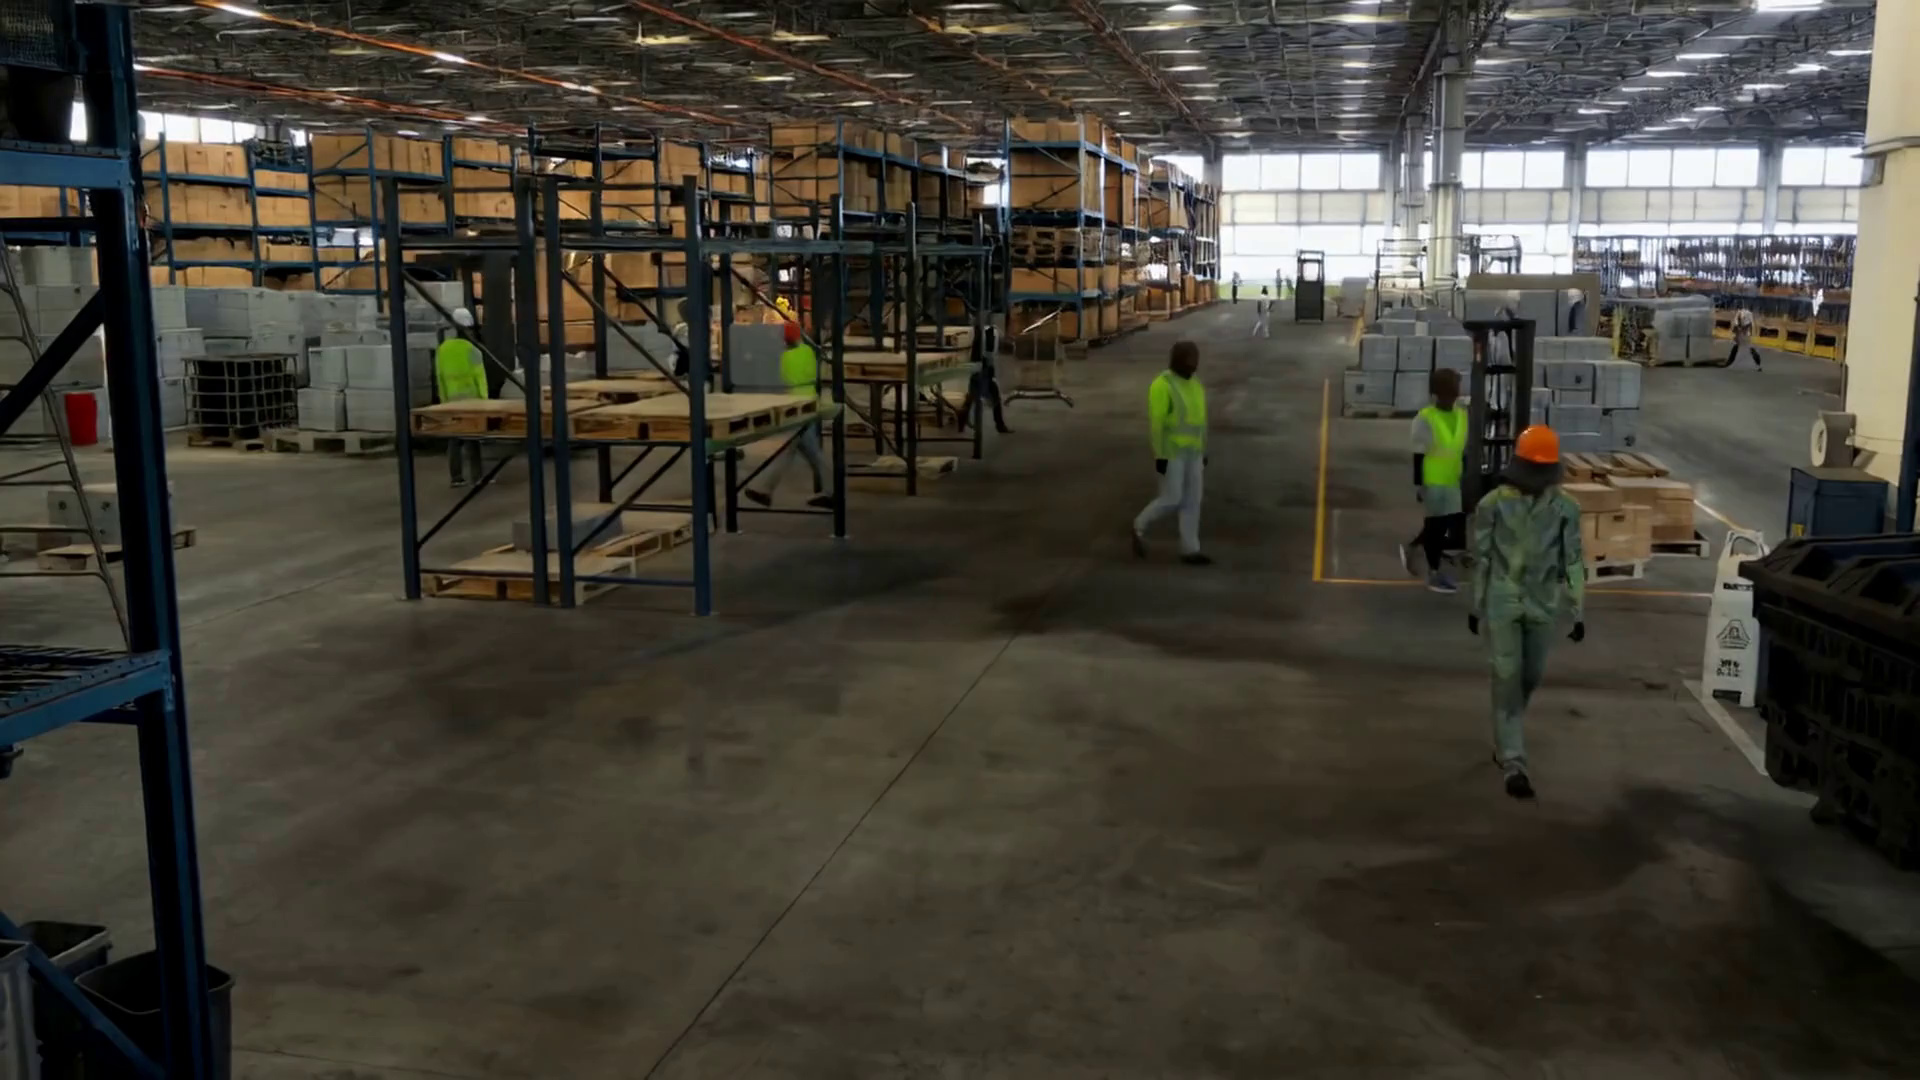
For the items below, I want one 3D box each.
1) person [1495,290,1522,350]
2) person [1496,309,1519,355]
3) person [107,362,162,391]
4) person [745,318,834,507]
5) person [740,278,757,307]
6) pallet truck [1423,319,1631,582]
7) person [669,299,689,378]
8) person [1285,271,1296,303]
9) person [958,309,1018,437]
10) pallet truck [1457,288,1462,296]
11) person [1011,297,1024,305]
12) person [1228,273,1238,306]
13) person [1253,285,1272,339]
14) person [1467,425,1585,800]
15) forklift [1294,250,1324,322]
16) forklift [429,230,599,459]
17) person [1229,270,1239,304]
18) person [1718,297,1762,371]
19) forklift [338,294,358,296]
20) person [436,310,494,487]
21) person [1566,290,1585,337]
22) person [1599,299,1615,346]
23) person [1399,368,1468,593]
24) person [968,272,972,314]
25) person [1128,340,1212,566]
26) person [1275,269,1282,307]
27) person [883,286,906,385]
[{"bbox_3d":[10.538,-3.863,32.042,0.561,1.889,0.997,-9,13,-41],"label":"person"},{"bbox_3d":[7.307,-2.160,22.150,0.971,1.826,0.499,7,12,35],"label":"person"},{"bbox_3d":[-10.928,-2.130,21.926,0.593,1.845,1.008,1,10,6],"label":"person"},{"bbox_3d":[-1.661,-1.267,16.670,0.991,1.881,0.649,4,10,23],"label":"person"},{"bbox_3d":[-6.706,-7.414,53.070,0.605,1.892,0.768,3,10,17],"label":"person"},{"bbox_3d":[4.543,-0.757,13.299,0.823,1.965,1.885,-4,10,-22],"label":"pallet truck"},{"bbox_3d":[-3.850,-2.379,23.139,0.392,1.920,0.587,-2,10,-13],"label":"person"},{"bbox_3d":[18.668,-14.221,93.579,0.796,1.820,0.633,-2,10,-14],"label":"person"},{"bbox_3d":[0.343,-2.310,23.123,0.729,1.793,0.634,-7,12,-37],"label":"person"},{"bbox_3d":[20.506,-9.785,68.819,0.653,1.274,1.630,2,10,12],"label":"pallet truck"},{"bbox_3d":[1.982,-8.162,57.647,0.429,1.837,0.622,8,13,41],"label":"person"},{"bbox_3d":[14.561,-13.366,88.679,0.545,1.751,0.366,4,10,21],"label":"person"},{"bbox_3d":[9.387,-7.071,51.617,0.540,1.685,0.631,-3,10,-17],"label":"person"},{"bbox_3d":[2.653,0.322,7.738,0.506,1.704,0.741,-1,10,-5],"label":"person"},{"bbox_3d":[13.778,-10.002,65.433,1.129,2.768,1.873,2,10,12],"label":"forklift"},{"bbox_3d":[-5.577,-2.467,20.813,1.873,2.768,1.129,2,10,12],"label":"forklift"},{"bbox_3d":[14.948,-13.800,90.769,0.567,1.917,0.477,1,10,5],"label":"person"},{"bbox_3d":[17.387,-4.551,36.846,0.910,1.633,0.584,0,10,3],"label":"person"},{"bbox_3d":[-19.024,-7.759,52.155,1.129,2.768,1.873,2,10,12],"label":"forklift"},{"bbox_3d":[-5.405,-1.540,18.140,0.585,1.929,0.371,3,10,17],"label":"person"},{"bbox_3d":[14.163,-4.866,38.292,0.947,1.781,0.614,8,12,39],"label":"person"},{"bbox_3d":[11.810,-3.529,30.421,0.321,1.761,0.522,4,10,21],"label":"person"},{"bbox_3d":[3.553,-0.465,12.511,0.537,1.680,0.602,-5,11,-29],"label":"person"},{"bbox_3d":[0.508,-10.933,73.788,0.560,1.925,0.482,4,10,20],"label":"person"},{"bbox_3d":[1.743,-0.710,13.521,0.639,1.827,0.653,-9,13,-43],"label":"person"},{"bbox_3d":[16.655,-13.218,87.145,0.408,1.987,0.607,1,10,5],"label":"person"},{"bbox_3d":[-1.225,-4.058,32.936,0.612,1.965,0.362,4,11,24],"label":"person"}]
